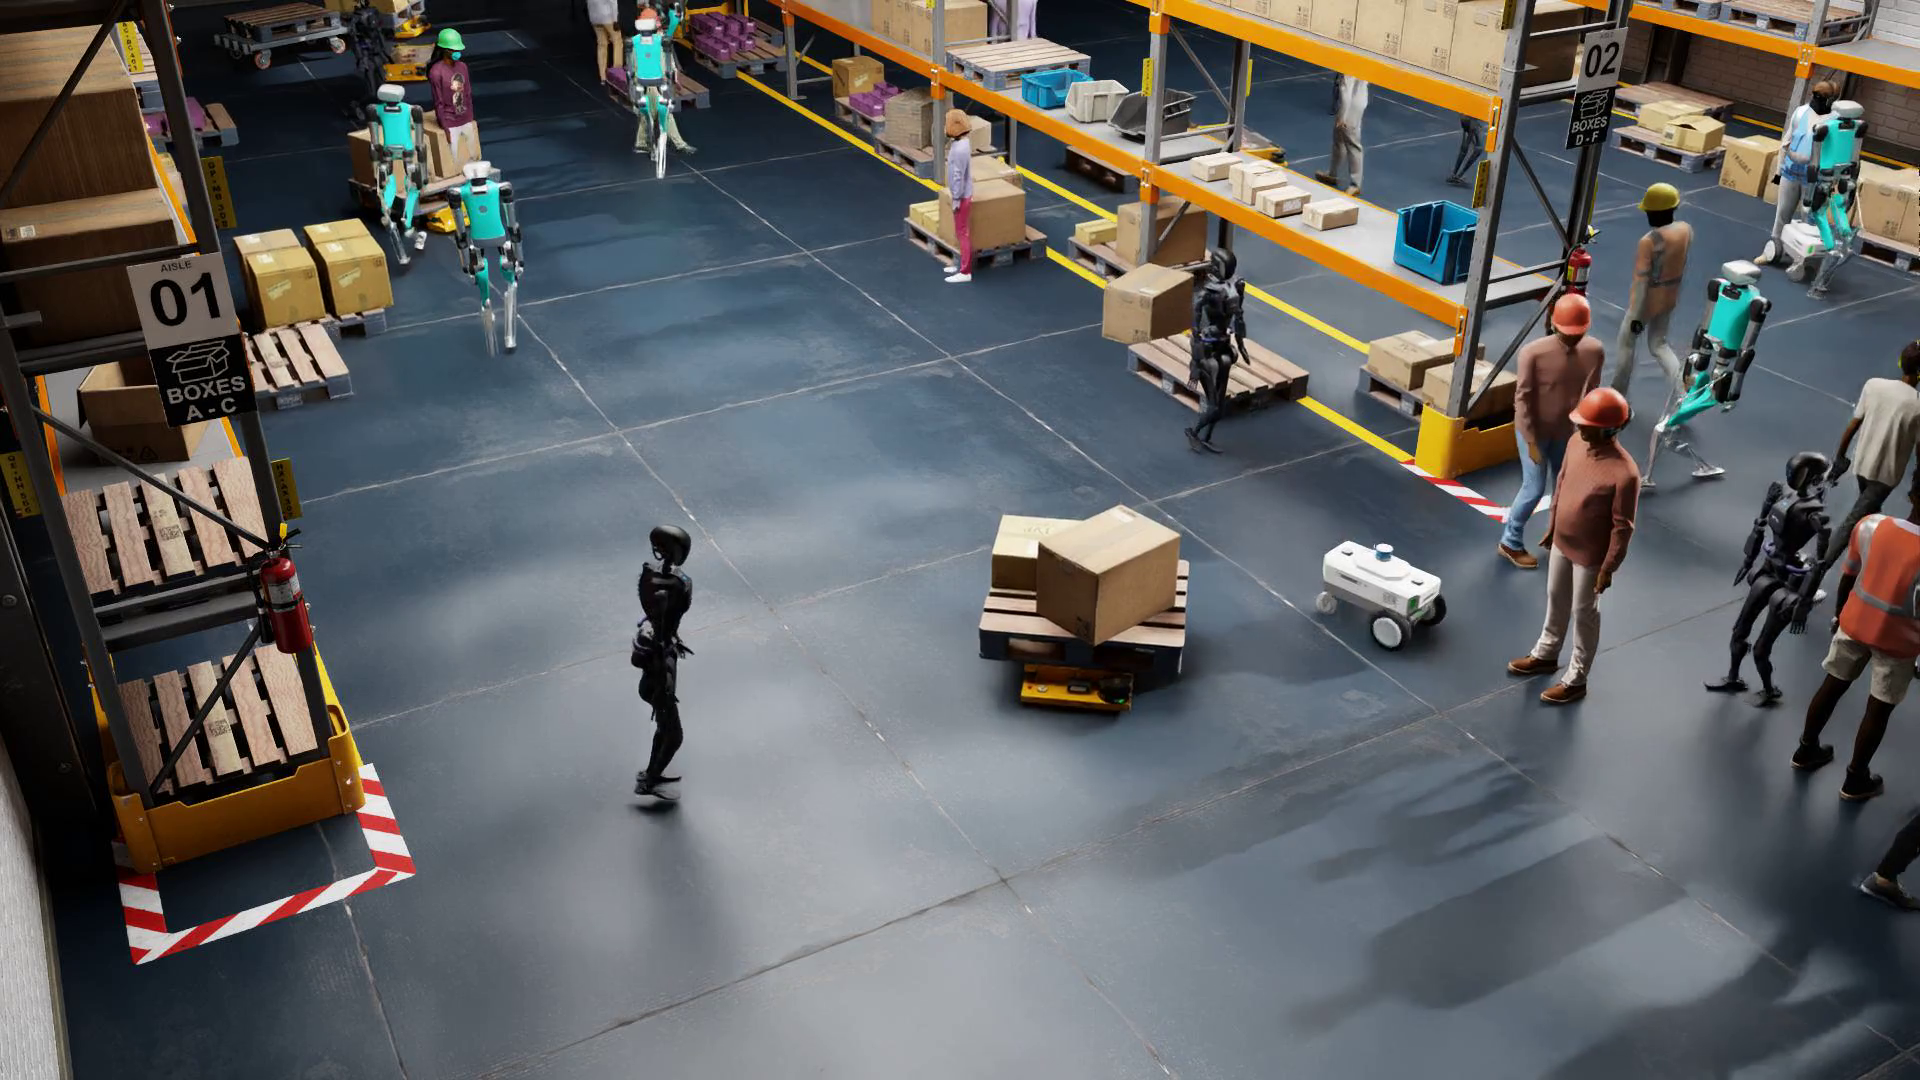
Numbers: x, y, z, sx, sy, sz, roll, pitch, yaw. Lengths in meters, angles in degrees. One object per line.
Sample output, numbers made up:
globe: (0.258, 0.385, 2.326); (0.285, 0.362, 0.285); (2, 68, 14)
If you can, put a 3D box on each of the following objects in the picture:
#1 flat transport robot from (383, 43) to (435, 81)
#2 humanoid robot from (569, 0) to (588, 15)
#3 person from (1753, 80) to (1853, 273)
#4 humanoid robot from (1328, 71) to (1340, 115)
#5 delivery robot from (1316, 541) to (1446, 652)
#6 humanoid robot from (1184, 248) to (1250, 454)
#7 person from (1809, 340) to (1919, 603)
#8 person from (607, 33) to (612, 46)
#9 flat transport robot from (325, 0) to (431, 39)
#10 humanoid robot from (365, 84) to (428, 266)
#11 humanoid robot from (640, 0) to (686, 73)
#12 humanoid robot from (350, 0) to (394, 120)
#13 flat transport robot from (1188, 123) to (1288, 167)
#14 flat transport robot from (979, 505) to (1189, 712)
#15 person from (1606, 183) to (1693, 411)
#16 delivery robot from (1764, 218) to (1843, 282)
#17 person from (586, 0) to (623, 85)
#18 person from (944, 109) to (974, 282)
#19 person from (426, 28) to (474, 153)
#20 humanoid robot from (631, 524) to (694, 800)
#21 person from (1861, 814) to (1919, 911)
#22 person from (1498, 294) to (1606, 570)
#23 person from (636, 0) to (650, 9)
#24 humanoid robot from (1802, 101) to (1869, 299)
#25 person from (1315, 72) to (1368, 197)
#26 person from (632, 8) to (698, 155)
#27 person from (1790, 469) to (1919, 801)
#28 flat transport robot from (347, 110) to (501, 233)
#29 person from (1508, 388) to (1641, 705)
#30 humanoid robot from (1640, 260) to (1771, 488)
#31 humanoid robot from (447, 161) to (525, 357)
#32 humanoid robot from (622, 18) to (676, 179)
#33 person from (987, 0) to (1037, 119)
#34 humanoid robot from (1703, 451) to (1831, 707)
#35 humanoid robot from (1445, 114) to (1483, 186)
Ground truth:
flat transport robot: (-7.512, -6.553, 22.818); (0.659, 0.231, 1.431); (-4, 30, -7)
humanoid robot: (-5.830, -8.887, 25.495); (0.608, 1.636, 0.634); (-3, 30, -5)
person: (8.058, -3.454, 15.846); (0.429, 1.839, 0.630); (-21, 36, -31)
humanoid robot: (4.833, -6.090, 20.583); (0.315, 1.657, 0.599); (-17, 34, -27)
delivery robot: (2.681, 0.315, 10.578); (0.789, 0.598, 0.499); (26, 39, 38)
humanoid robot: (1.929, -1.402, 12.440); (0.608, 1.651, 0.339); (-24, 38, -35)
person: (5.877, -0.434, 10.615); (1.028, 1.804, 0.488); (-10, 31, -17)
person: (-5.179, -8.085, 23.953); (0.544, 1.788, 0.975); (-13, 32, -21)
flat transport robot: (-8.678, -7.637, 24.705); (1.431, 0.231, 0.659); (2, 30, 4)
humanoid robot: (-5.367, -3.429, 15.918); (0.562, 1.737, 1.051); (-3, 30, -6)
humanoid robot: (-3.982, -7.056, 22.201); (0.546, 1.706, 1.015); (-20, 35, -30)
humanoid robot: (-7.256, -5.936, 20.342); (0.486, 1.642, 0.608); (9, 31, 16)
flat transport robot: (3.206, -4.595, 19.408); (0.659, 0.231, 1.431); (-9, 31, -15)
flat transport robot: (0.793, 0.578, 10.403); (0.659, 0.231, 1.431); (5, 30, 8)
person: (5.483, -1.849, 13.013); (0.588, 1.883, 0.824); (-17, 34, -27)
delivery robot: (8.171, -2.840, 16.065); (0.523, 0.594, 0.766); (0, 30, 0)
person: (-4.712, -6.919, 22.004); (0.597, 1.707, 0.455); (18, 35, 29)
person: (-0.015, -3.254, 15.709); (0.287, 1.626, 0.500); (0, 30, 0)
person: (-5.234, -4.342, 17.305); (0.450, 1.935, 0.480); (18, 34, 28)
humanoid robot: (-1.595, 0.642, 8.894); (0.431, 1.638, 0.611); (-1, 30, -2)
person: (4.994, 1.174, 7.923); (0.952, 1.697, 0.761); (13, 32, 22)
person: (3.904, -0.705, 10.946); (0.610, 1.960, 0.451); (-4, 30, -7)
person: (-4.913, -9.151, 25.758); (0.429, 1.847, 0.624); (-19, 35, -30)
humanoid robot: (8.097, -3.062, 15.308); (0.531, 1.822, 0.758); (-7, 31, -12)
person: (4.164, -4.675, 17.957); (0.608, 1.866, 0.675); (10, 32, 18)
person: (-3.468, -5.254, 19.119); (0.815, 1.694, 0.568); (8, 31, 14)
person: (4.933, 0.483, 8.881); (0.384, 1.956, 0.602); (-16, 34, -26)
flat transport robot: (-5.617, -3.550, 17.590); (1.431, 0.231, 0.659); (22, 36, 33)
person: (3.586, 0.032, 9.625); (0.389, 1.990, 0.614); (-8, 31, -14)
humanoid robot: (5.227, -1.114, 11.932); (1.045, 1.764, 0.534); (-10, 31, -16)
humanoid robot: (-3.974, -2.363, 14.145); (0.548, 1.878, 0.742); (-7, 31, -13)
humanoid robot: (-3.452, -5.035, 18.718); (0.533, 1.774, 0.952); (-4, 30, -6)
person: (0.636, -6.074, 20.364); (0.640, 1.891, 0.523); (-14, 33, -23)
humanoid robot: (4.709, 0.237, 9.596); (0.404, 1.662, 0.609); (-7, 31, -12)
humanoid robot: (5.598, -4.695, 18.177); (0.355, 1.644, 0.589); (9, 31, 15)
